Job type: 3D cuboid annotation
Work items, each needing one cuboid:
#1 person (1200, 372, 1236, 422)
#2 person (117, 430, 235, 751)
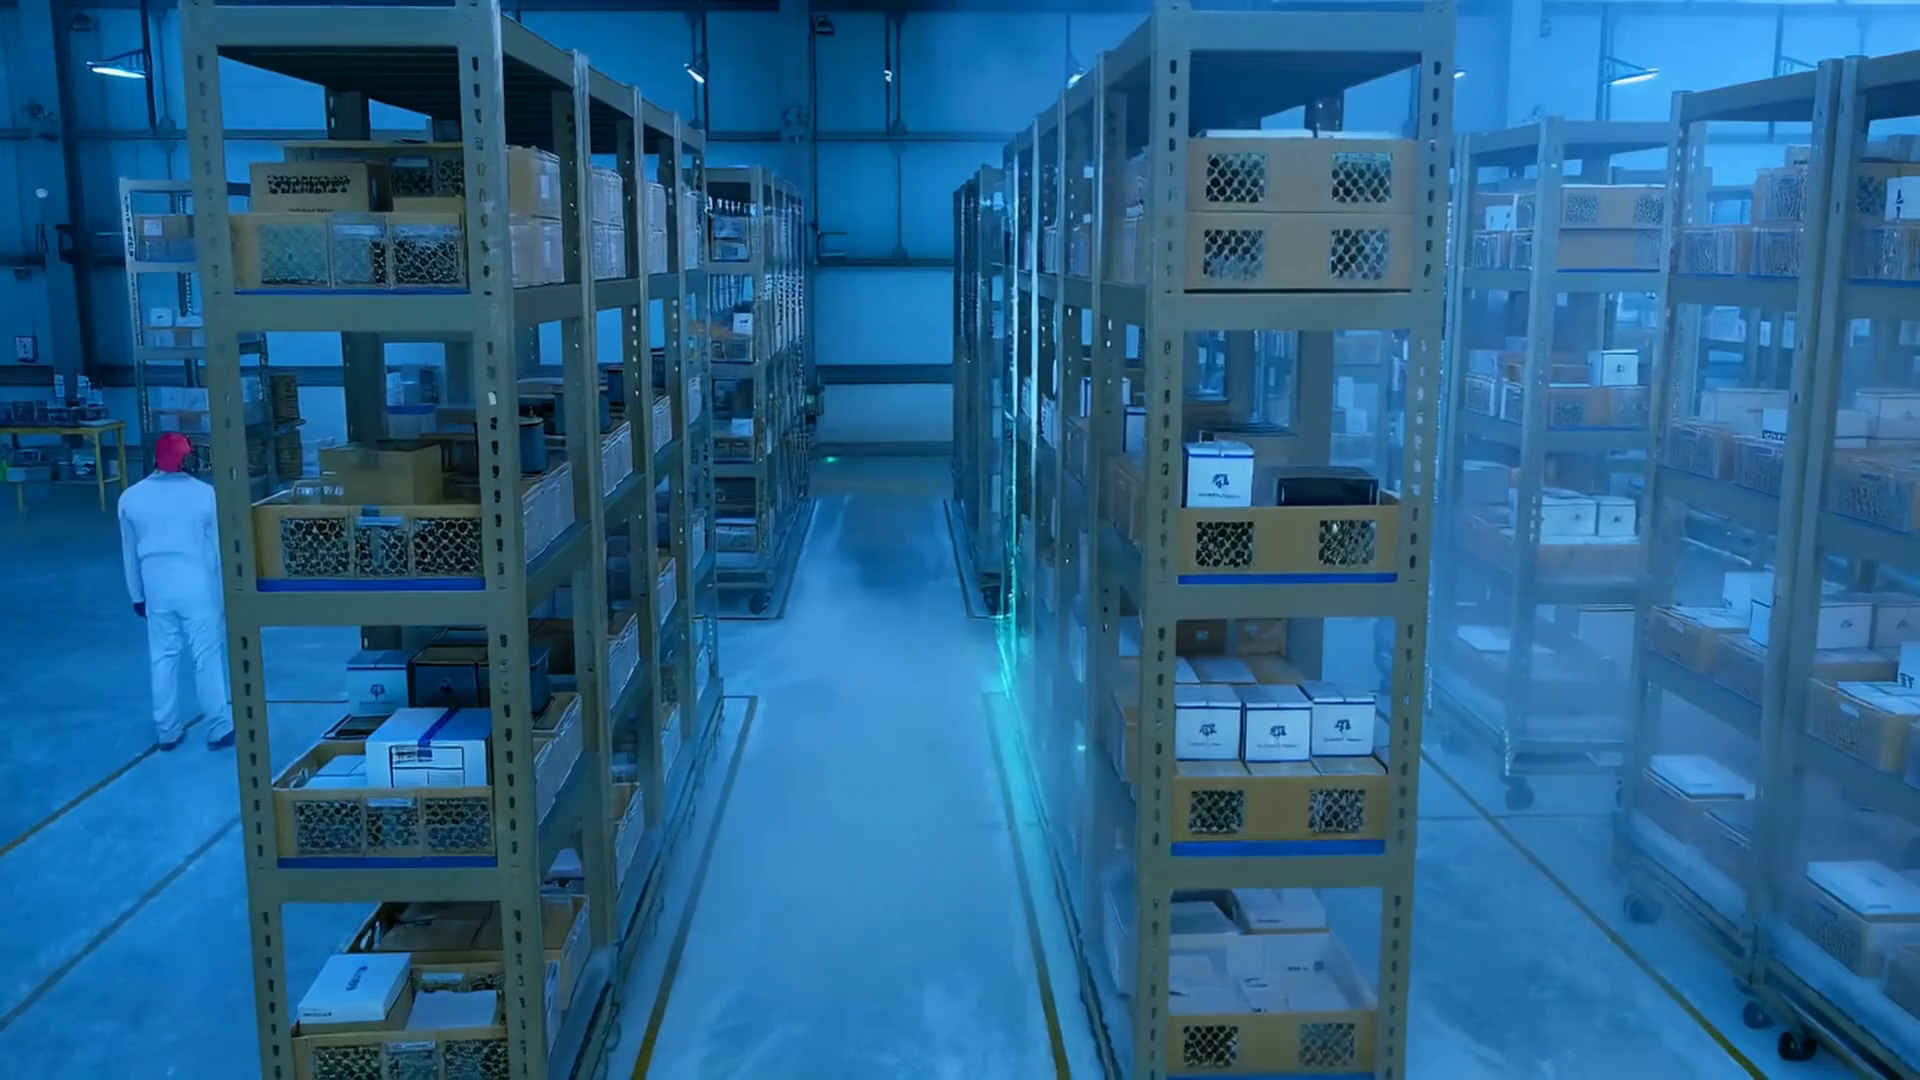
[{"bbox_3d":[2.068,-0.333,13.217,0.397,1.992,0.624,1,10,4],"label":"person"},{"bbox_3d":[-4.578,0.303,9.840,0.645,1.907,0.400,1,10,4],"label":"person"}]
